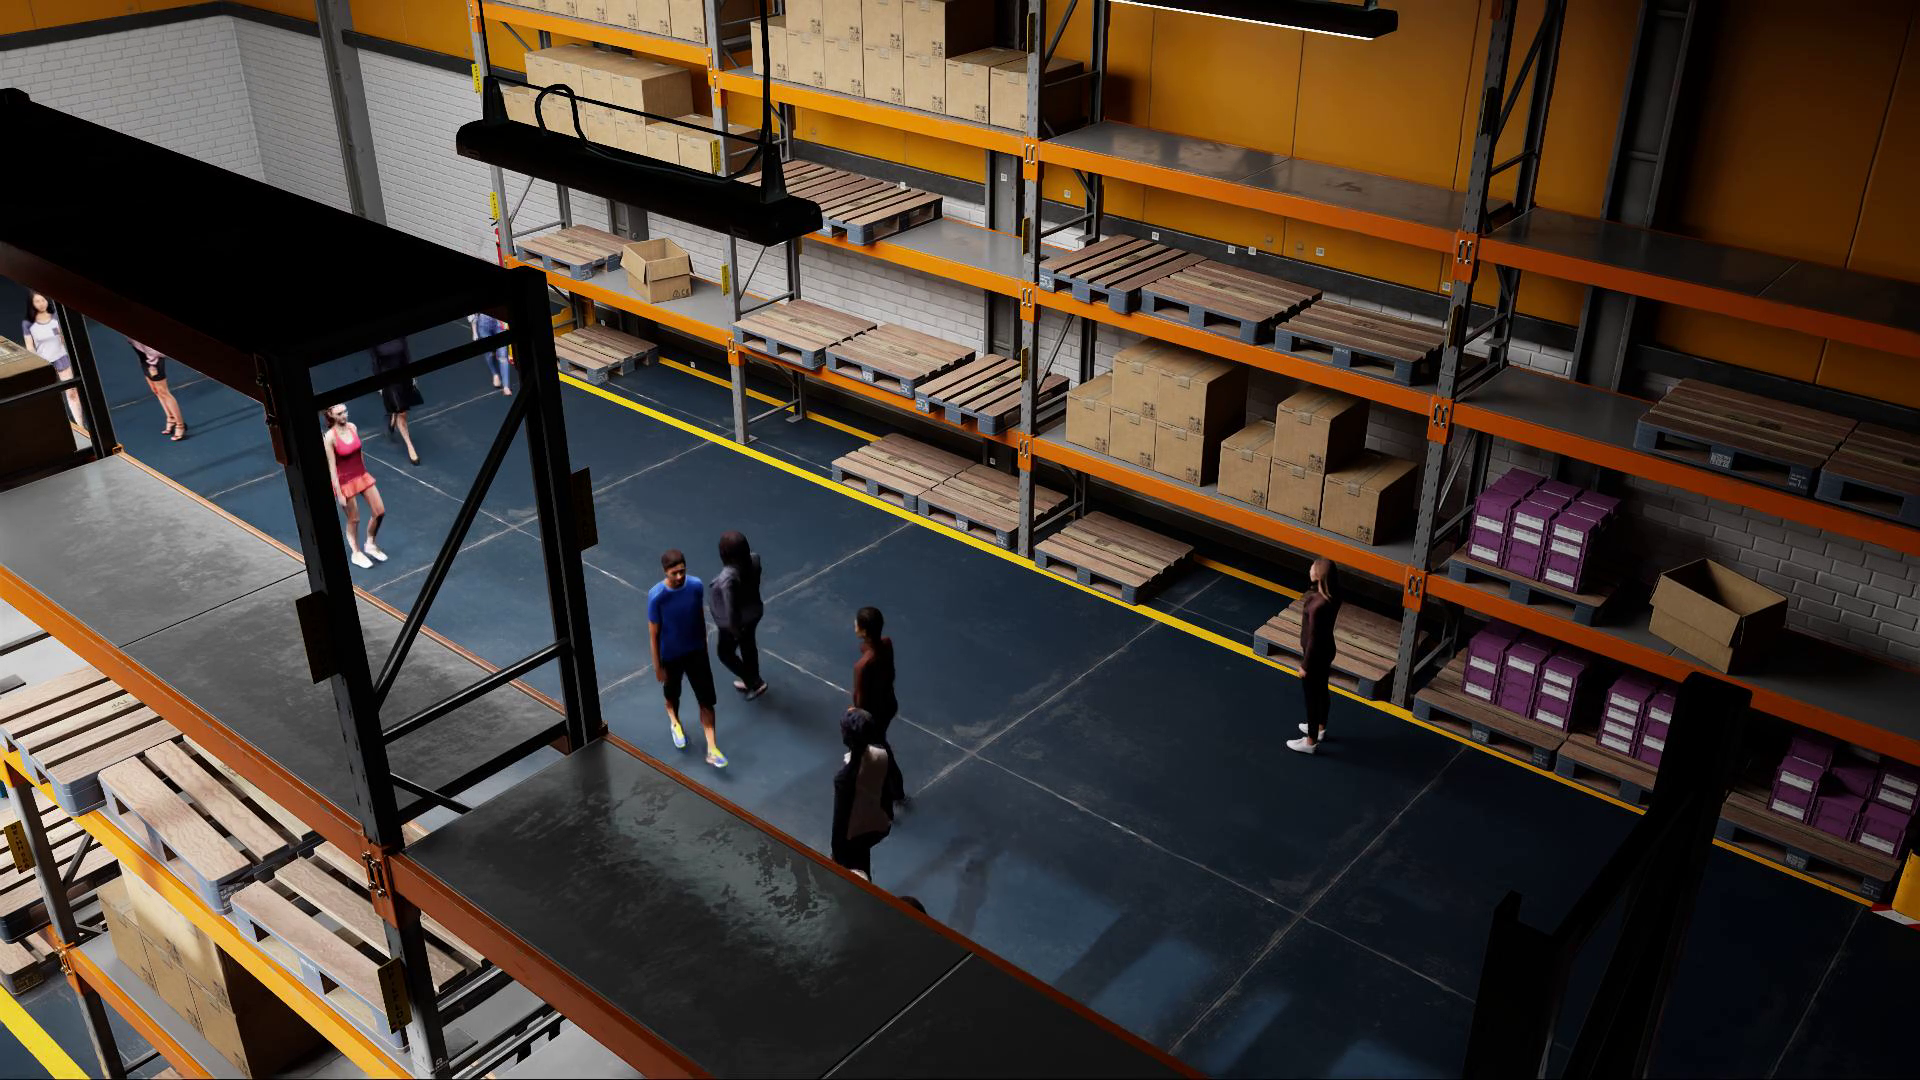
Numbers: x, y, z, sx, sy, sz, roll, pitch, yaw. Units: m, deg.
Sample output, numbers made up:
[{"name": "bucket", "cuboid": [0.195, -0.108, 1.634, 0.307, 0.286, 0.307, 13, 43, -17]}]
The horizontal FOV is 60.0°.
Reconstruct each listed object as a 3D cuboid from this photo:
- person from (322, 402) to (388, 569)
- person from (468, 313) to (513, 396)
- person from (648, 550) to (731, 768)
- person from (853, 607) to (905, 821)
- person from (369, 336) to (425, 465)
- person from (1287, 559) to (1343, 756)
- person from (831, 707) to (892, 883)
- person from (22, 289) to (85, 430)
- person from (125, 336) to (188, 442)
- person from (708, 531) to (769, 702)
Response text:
[{"name": "person", "cuboid": [-5.806, -0.552, 15.735, 0.660, 1.738, 0.617, 16, 32, 27]}, {"name": "person", "cuboid": [-5.507, -2.506, 19.489, 0.916, 1.574, 1.096, -11, 30, -19]}, {"name": "person", "cuboid": [-2.227, 0.844, 13.077, 0.904, 1.833, 1.157, -14, 32, -24]}, {"name": "person", "cuboid": [-0.601, 1.290, 12.321, 0.667, 1.774, 0.726, 10, 30, 18]}, {"name": "person", "cuboid": [-6.088, -1.704, 17.858, 0.716, 1.728, 1.045, -22, 35, -34]}, {"name": "person", "cuboid": [2.823, 0.907, 13.096, 0.532, 1.703, 0.624, 18, 33, 29]}, {"name": "person", "cuboid": [-0.597, 1.975, 10.973, 1.219, 1.861, 0.855, 14, 32, 24]}, {"name": "person", "cuboid": [-10.093, -1.991, 18.454, 0.772, 1.660, 1.179, -21, 35, -34]}, {"name": "person", "cuboid": [-8.842, -1.948, 18.222, 0.716, 1.806, 0.544, -24, 37, -36]}, {"name": "person", "cuboid": [-1.745, 0.656, 13.687, 0.815, 1.579, 0.735, 16, 33, 27]}]
